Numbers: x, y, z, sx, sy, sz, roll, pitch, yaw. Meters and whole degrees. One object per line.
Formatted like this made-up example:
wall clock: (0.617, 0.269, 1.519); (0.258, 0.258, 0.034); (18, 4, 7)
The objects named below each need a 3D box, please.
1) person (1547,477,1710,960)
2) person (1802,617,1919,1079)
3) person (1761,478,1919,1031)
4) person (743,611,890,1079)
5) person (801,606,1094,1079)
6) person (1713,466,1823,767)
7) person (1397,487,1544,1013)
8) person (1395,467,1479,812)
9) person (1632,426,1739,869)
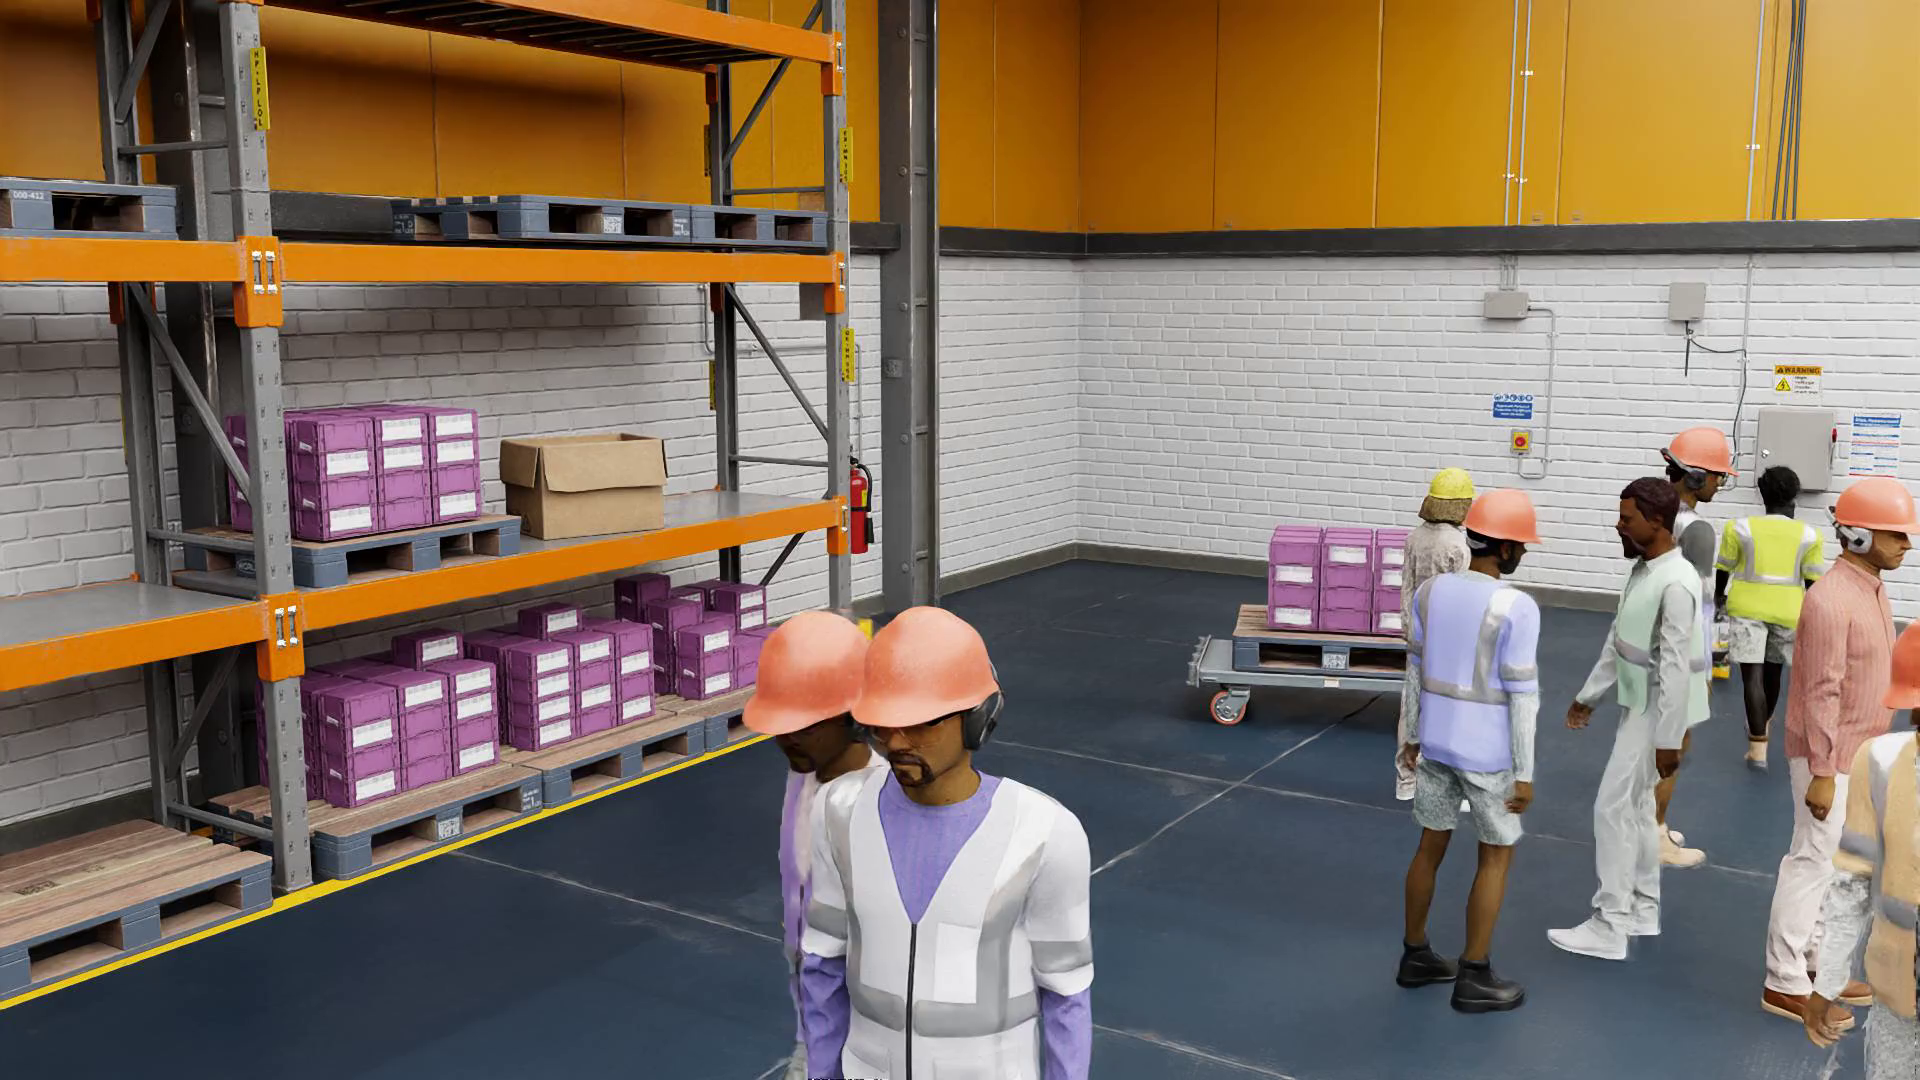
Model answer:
person: (2.669, 0.697, 6.639); (0.579, 1.902, 0.615); (2, 9, 13)
person: (2.461, 1.095, 4.079); (0.845, 1.897, 0.546); (-5, 10, -30)
person: (3.181, 0.760, 5.980); (0.410, 1.987, 0.608); (7, 11, 40)
person: (-0.136, 1.109, 3.725); (1.042, 1.989, 0.621); (-6, 11, -34)
person: (-0.049, 1.134, 3.335); (0.612, 2.041, 0.394); (4, 9, 22)
person: (4.513, 0.408, 9.334); (0.537, 1.648, 0.859); (2, 9, 10)
person: (1.884, 0.756, 6.171); (0.418, 1.924, 0.650); (-5, 10, -31)
person: (2.445, 0.499, 8.439); (0.324, 1.742, 0.492); (-4, 10, -25)
person: (3.261, 0.493, 7.573); (0.410, 2.028, 0.624); (-1, 9, -3)
